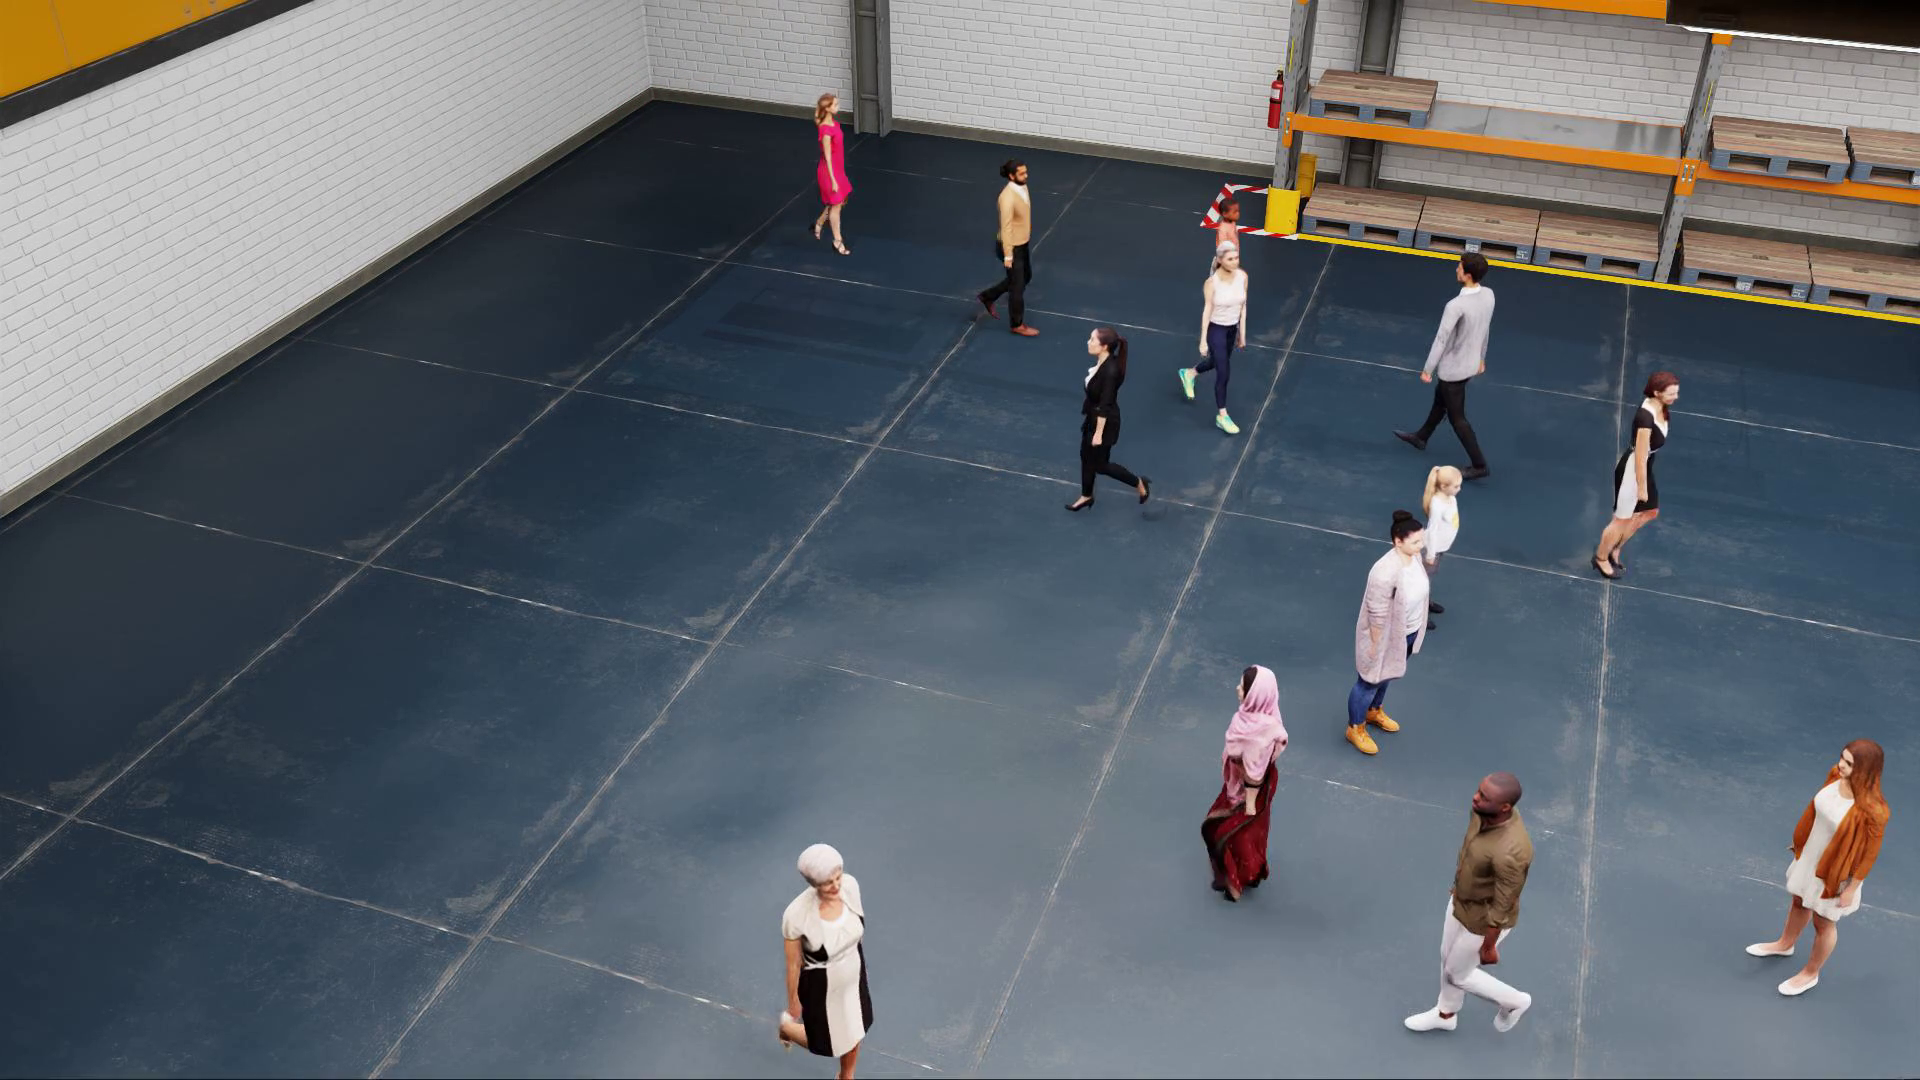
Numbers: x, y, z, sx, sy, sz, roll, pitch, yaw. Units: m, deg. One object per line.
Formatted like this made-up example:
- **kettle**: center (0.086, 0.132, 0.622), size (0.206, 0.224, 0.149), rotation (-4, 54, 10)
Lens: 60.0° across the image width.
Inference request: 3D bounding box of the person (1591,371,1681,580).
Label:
- **person**: center (4.845, -0.465, 12.173), size (0.635, 1.783, 0.640), rotation (16, 37, 23)

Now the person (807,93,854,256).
- **person**: center (-1.396, -3.791, 17.236), size (0.787, 1.720, 0.669), rotation (5, 34, 7)

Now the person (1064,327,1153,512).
- **person**: center (1.183, -0.887, 12.937), size (1.007, 1.642, 0.838), rotation (-2, 34, -4)

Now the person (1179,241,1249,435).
- **person**: center (2.191, -1.797, 14.275), size (1.018, 1.675, 1.163), rotation (-20, 38, -27)

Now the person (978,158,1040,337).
- **person**: center (0.448, -2.774, 15.687), size (0.876, 1.741, 0.657), rotation (11, 35, 16)

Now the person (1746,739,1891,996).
- **person**: center (4.680, 1.730, 8.932), size (0.737, 1.717, 0.720), rotation (-6, 34, -9)

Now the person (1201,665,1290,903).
- **person**: center (1.735, 1.389, 9.528), size (0.657, 1.625, 0.660), rotation (9, 35, 13)

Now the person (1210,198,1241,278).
- **person**: center (2.512, -2.647, 15.885), size (0.493, 1.311, 0.512), rotation (16, 37, 22)

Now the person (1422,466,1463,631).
- **person**: center (3.392, 0.024, 11.896), size (0.544, 1.277, 0.528), rotation (18, 38, 25)

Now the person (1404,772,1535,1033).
- **person**: center (2.753, 1.916, 8.573), size (0.982, 1.805, 0.891), rotation (0, 34, -1)

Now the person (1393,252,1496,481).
- **person**: center (4.103, -1.364, 13.430), size (1.131, 1.891, 1.376), rotation (-28, 43, -35)

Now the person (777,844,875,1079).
- **person**: center (-0.700, 2.149, 8.279), size (0.839, 1.741, 0.986), rotation (-28, 43, -36)

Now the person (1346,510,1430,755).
- **person**: center (2.741, 0.564, 10.664), size (0.757, 1.742, 0.777), rotation (26, 41, 33)
